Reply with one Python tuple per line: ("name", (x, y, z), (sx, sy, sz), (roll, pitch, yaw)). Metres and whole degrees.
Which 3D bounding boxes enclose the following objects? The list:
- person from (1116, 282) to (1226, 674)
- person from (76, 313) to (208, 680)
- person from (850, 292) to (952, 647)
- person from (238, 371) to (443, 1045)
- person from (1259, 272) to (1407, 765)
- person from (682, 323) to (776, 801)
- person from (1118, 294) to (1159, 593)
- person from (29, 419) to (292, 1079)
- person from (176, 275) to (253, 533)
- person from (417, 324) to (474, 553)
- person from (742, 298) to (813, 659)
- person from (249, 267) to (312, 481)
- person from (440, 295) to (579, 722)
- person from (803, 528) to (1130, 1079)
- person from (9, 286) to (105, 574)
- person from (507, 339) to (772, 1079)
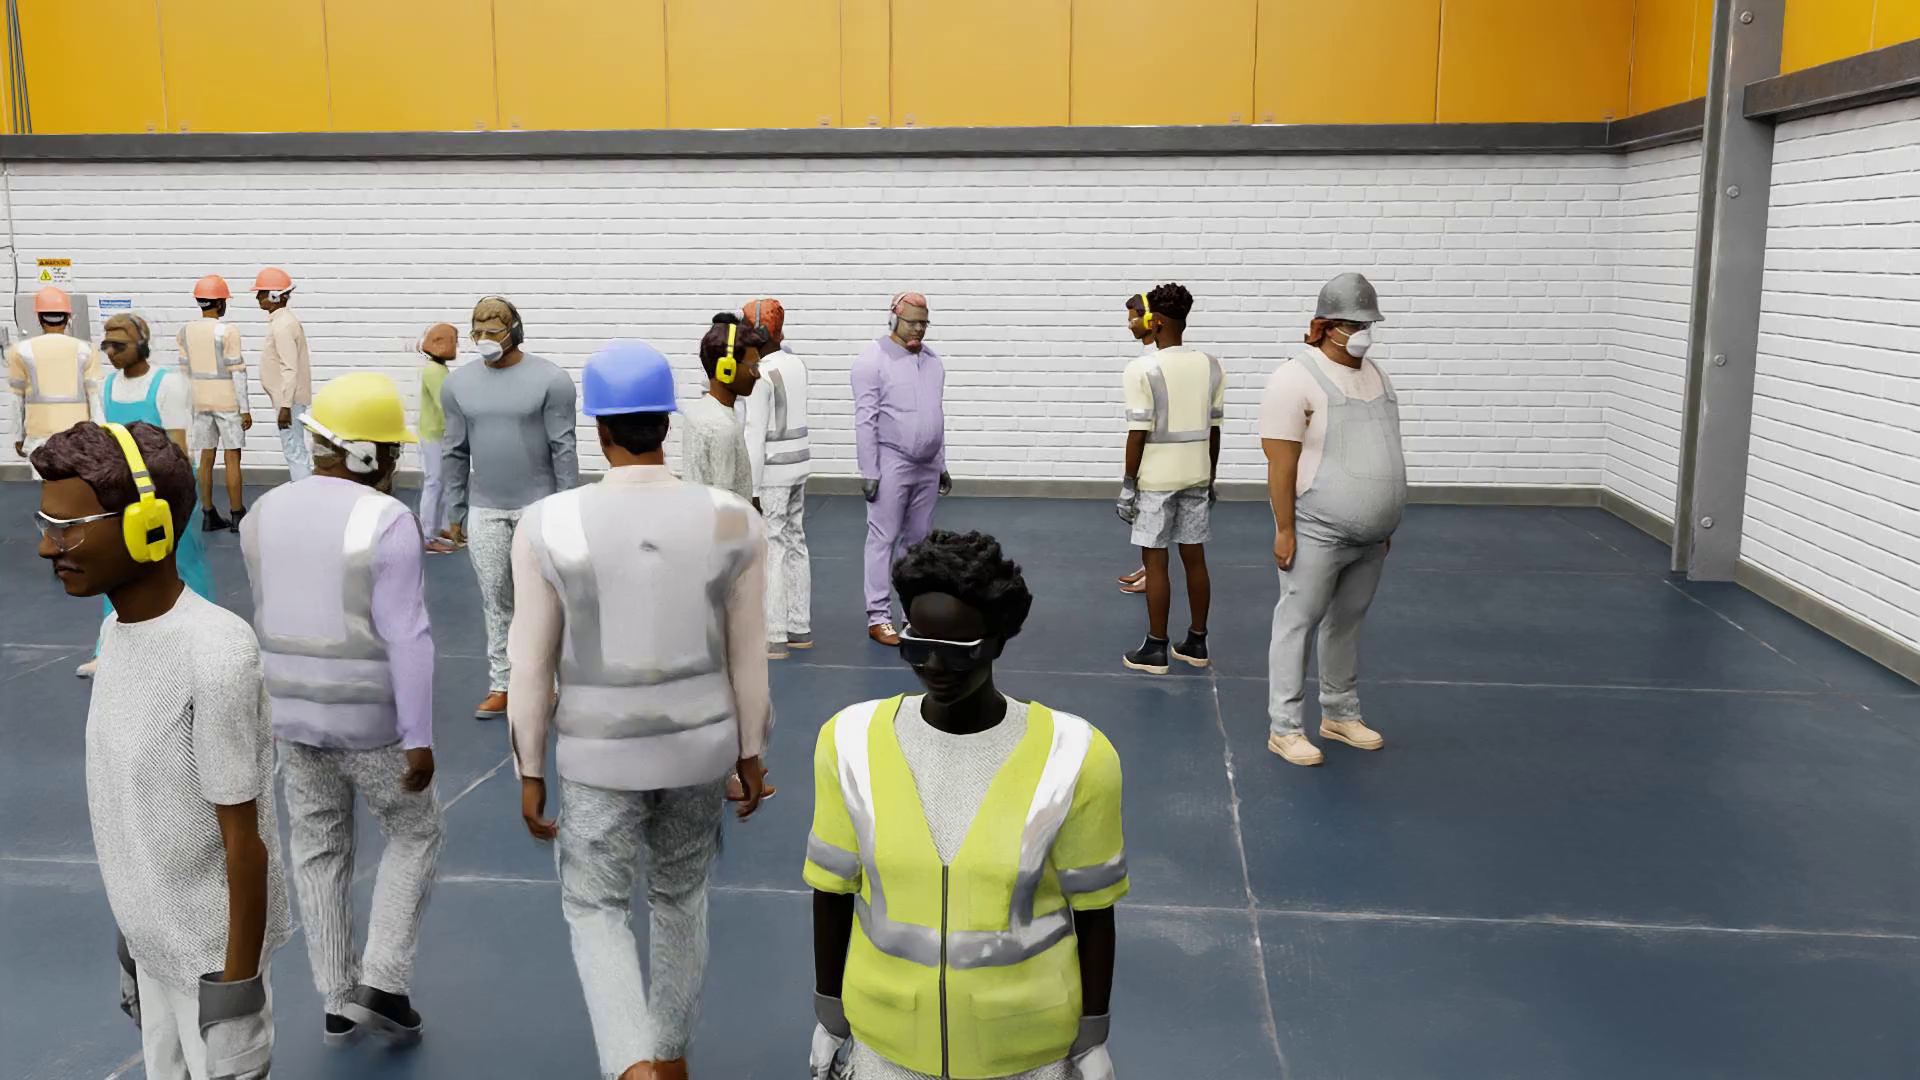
("person", (1.057, -0.310, 8.398), (0.611, 1.964, 0.364), (-6, 11, -30))
("person", (-4.073, -0.204, 8.254), (0.539, 1.811, 0.863), (2, 10, 10))
("person", (-0.286, -0.390, 9.049), (0.406, 1.902, 0.638), (9, 14, 43))
("person", (-1.643, 0.458, 4.451), (0.614, 1.807, 0.414), (2, 10, 13))
("person", (1.595, -0.091, 6.933), (0.685, 2.000, 0.535), (-7, 12, -34))
("person", (-0.898, 0.093, 6.425), (0.343, 1.857, 0.526), (-3, 10, -19))
("person", (1.163, -0.597, 10.339), (0.329, 1.865, 0.515), (1, 10, 5))
("person", (-1.301, 0.724, 2.798), (0.510, 1.861, 0.324), (9, 13, 42))
("person", (-5.582, -1.020, 12.540), (0.543, 1.939, 0.362), (3, 10, 15))
("person", (-3.609, -0.702, 11.654), (0.486, 1.614, 0.509), (-1, 10, -8))
("person", (-0.972, -0.316, 8.690), (0.359, 1.880, 0.575), (4, 11, 20))
("person", (-5.086, -1.045, 12.526), (0.391, 1.995, 0.613), (-4, 11, -19))
("person", (-2.032, -0.134, 7.524), (0.636, 1.928, 0.386), (1, 10, 7))
("person", (0.002, 0.812, 2.742), (0.540, 1.697, 0.317), (2, 10, 11))
("person", (-5.984, -0.729, 11.071), (0.555, 1.901, 1.000), (-6, 11, -30))
("person", (-0.728, 0.498, 3.891), (0.619, 1.925, 0.758), (-4, 11, -22))
